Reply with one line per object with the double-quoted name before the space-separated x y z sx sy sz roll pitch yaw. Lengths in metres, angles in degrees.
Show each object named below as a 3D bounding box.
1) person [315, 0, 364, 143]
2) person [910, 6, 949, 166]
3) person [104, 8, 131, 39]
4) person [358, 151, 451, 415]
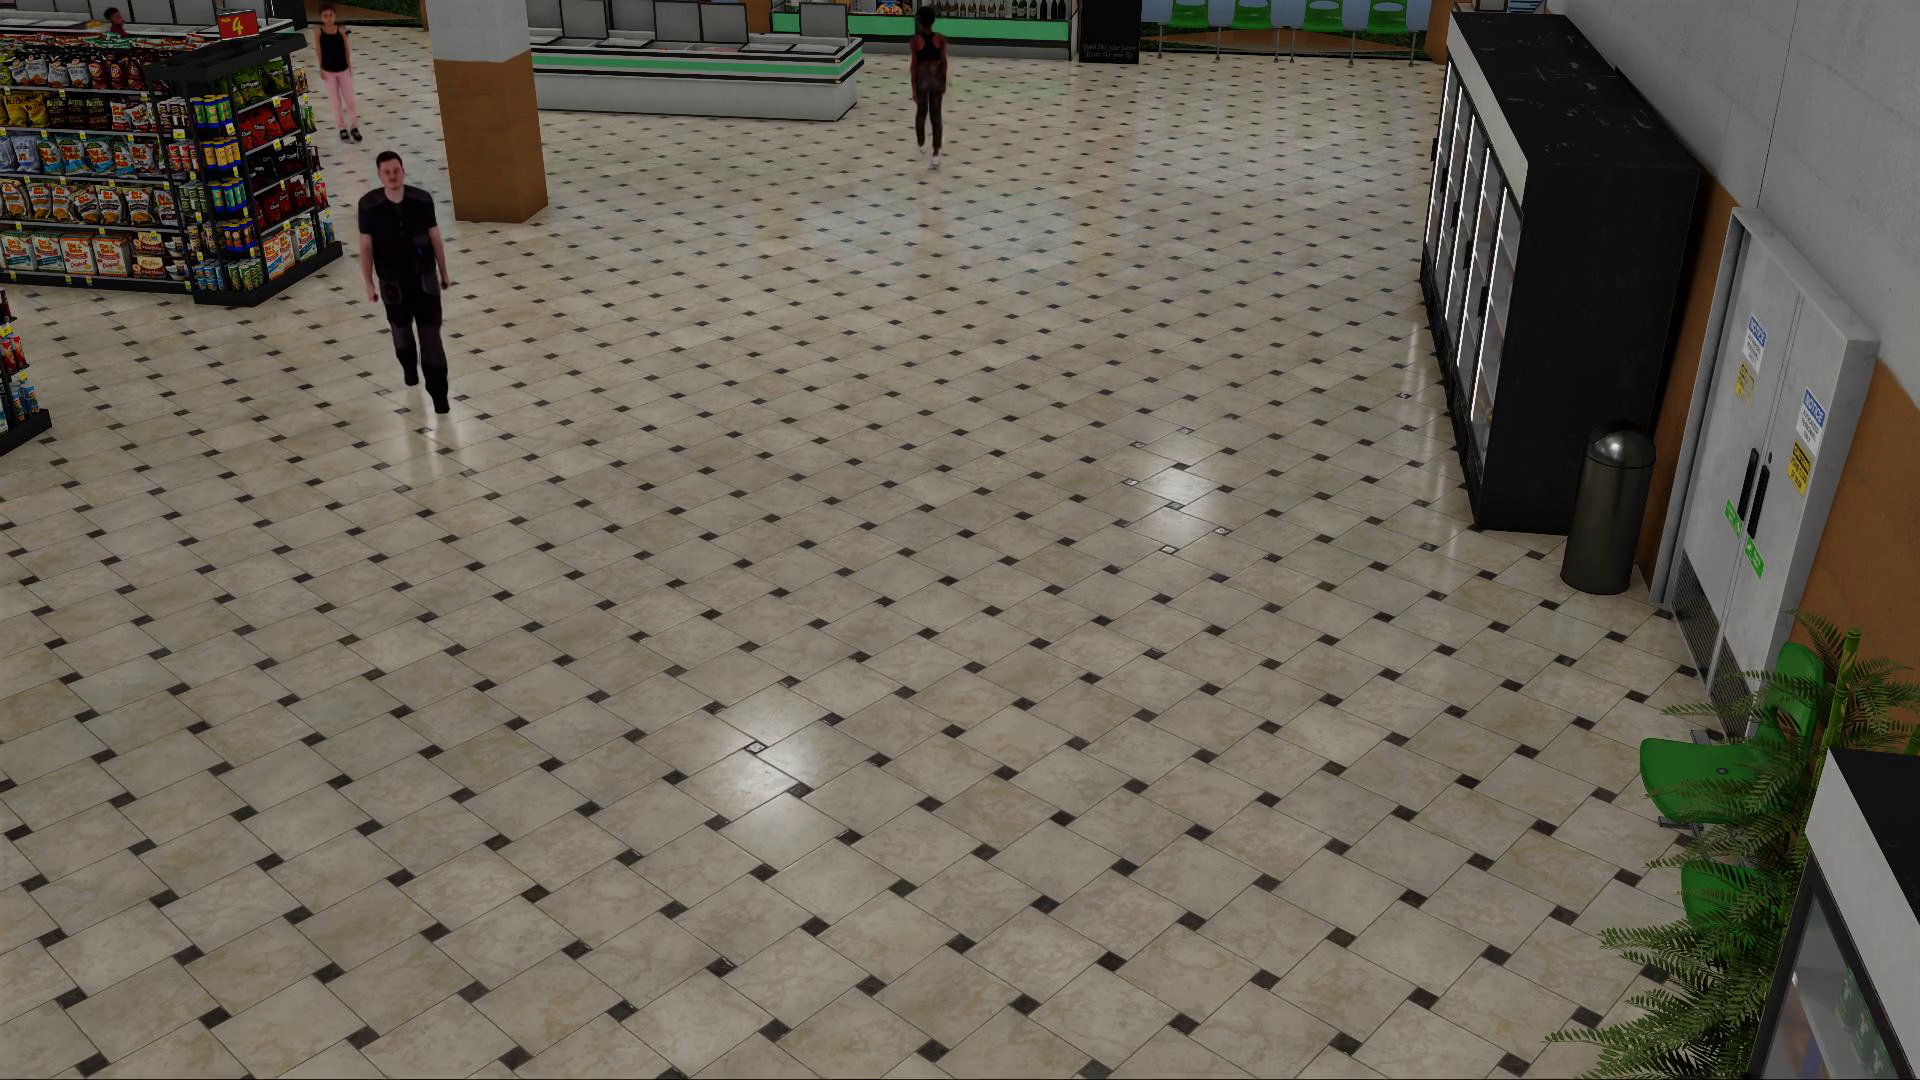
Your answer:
"person" -7.181 -5.365 19.104 0.691 1.547 0.736 -11 29 -21
"person" -0.313 -4.880 18.038 1.167 1.648 0.833 -2 27 -4
"person" -10.435 -5.918 20.544 0.915 1.232 0.622 0 27 -1
"person" -3.979 -1.876 11.941 1.278 1.804 1.189 -9 28 -17
